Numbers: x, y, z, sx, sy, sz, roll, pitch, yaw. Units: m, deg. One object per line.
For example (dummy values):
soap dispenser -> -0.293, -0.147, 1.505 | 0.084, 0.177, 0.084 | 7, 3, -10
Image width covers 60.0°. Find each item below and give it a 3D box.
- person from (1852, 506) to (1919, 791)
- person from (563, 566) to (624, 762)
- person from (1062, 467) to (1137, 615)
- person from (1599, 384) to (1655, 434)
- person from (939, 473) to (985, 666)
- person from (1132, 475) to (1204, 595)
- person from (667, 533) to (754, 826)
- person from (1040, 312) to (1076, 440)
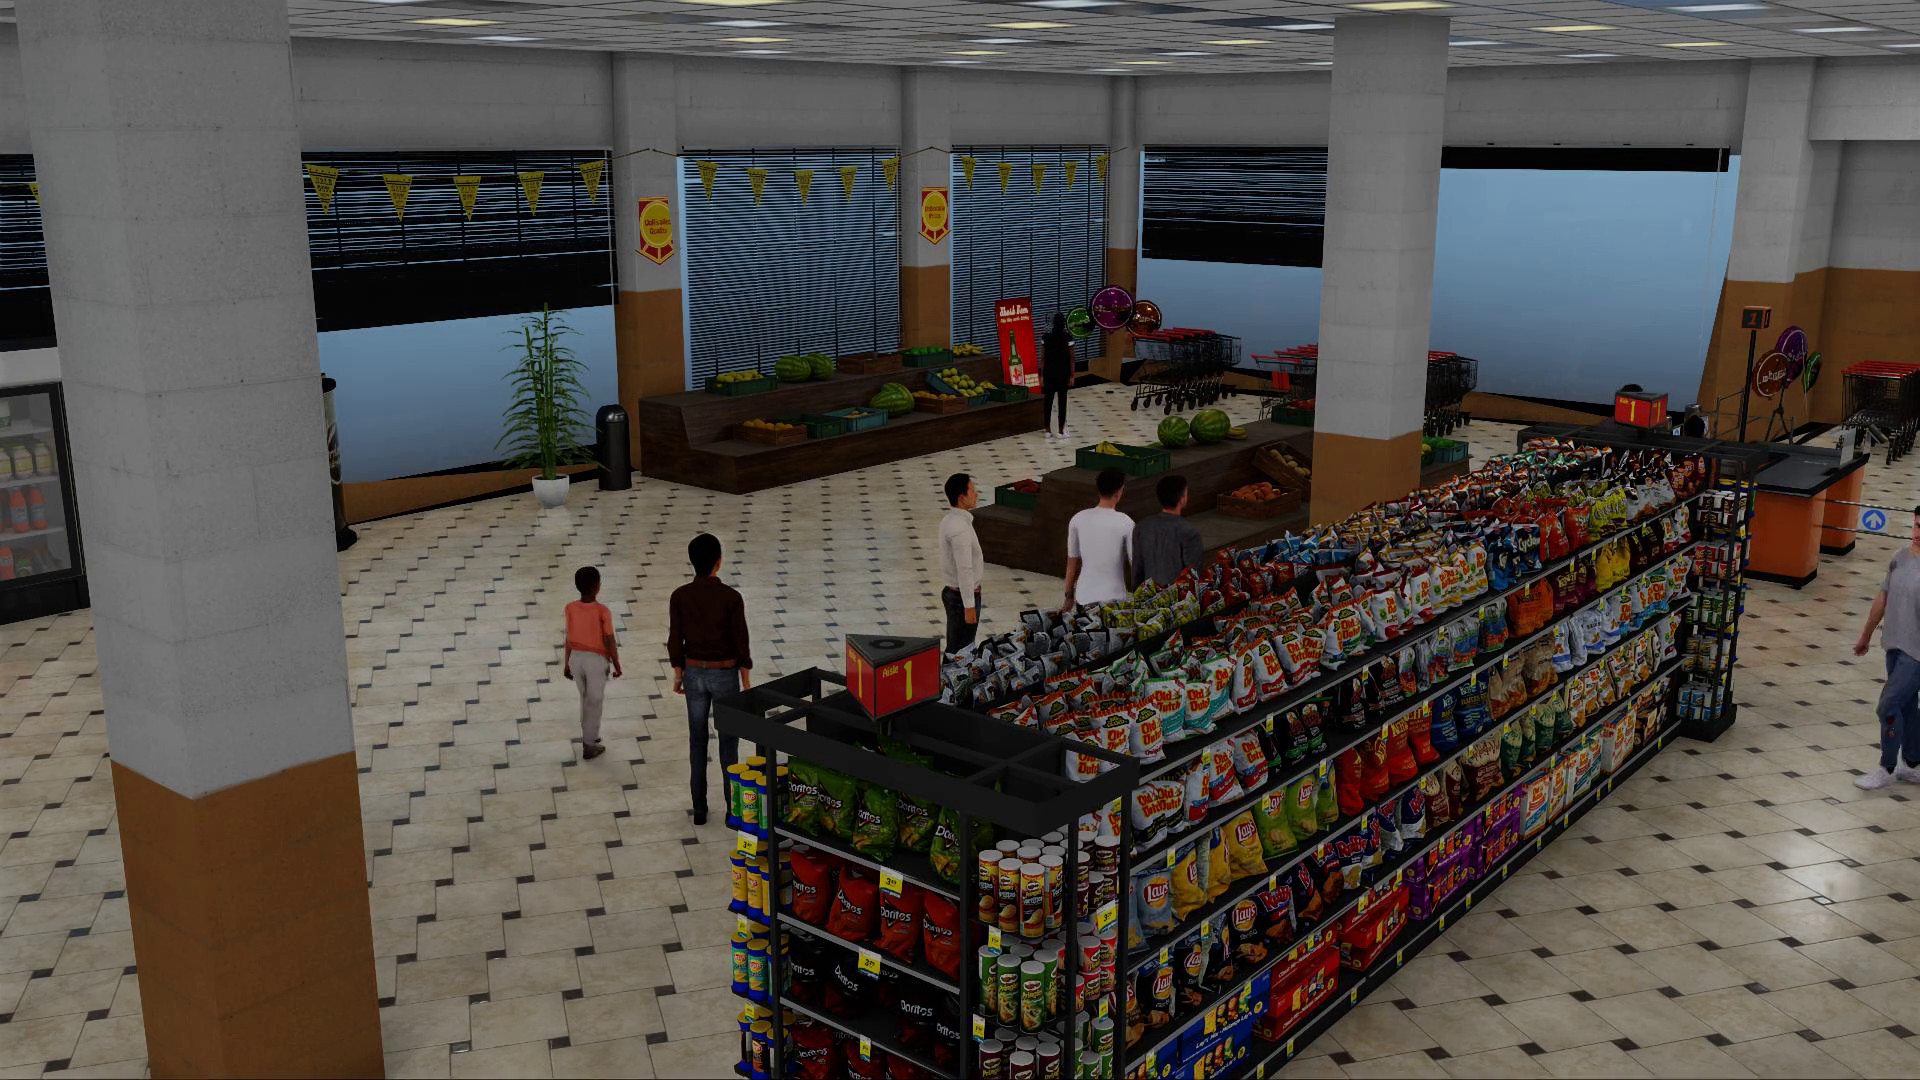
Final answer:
person -> 6.031, 0.676, 10.377 | 1.015, 1.867, 0.949 | 1, 14, 2
person -> -2.473, 0.826, 10.951 | 0.592, 1.304, 0.631 | 5, 14, 18
person -> 0.952, 0.422, 11.484 | 0.773, 1.838, 0.758 | 6, 15, 22
person -> 6.087, -0.510, 15.297 | 0.542, 1.851, 0.694 | -13, 19, -43
person -> -0.004, 0.423, 11.532 | 0.779, 1.813, 0.738 | -2, 14, -9
person -> 1.399, 0.485, 11.149 | 0.674, 1.874, 0.584 | 11, 17, 38
person -> -1.484, 0.831, 9.915 | 0.718, 1.782, 0.720 | 2, 14, 7
person -> 1.316, -2.255, 22.744 | 0.712, 1.732, 0.708 | 5, 14, 20
